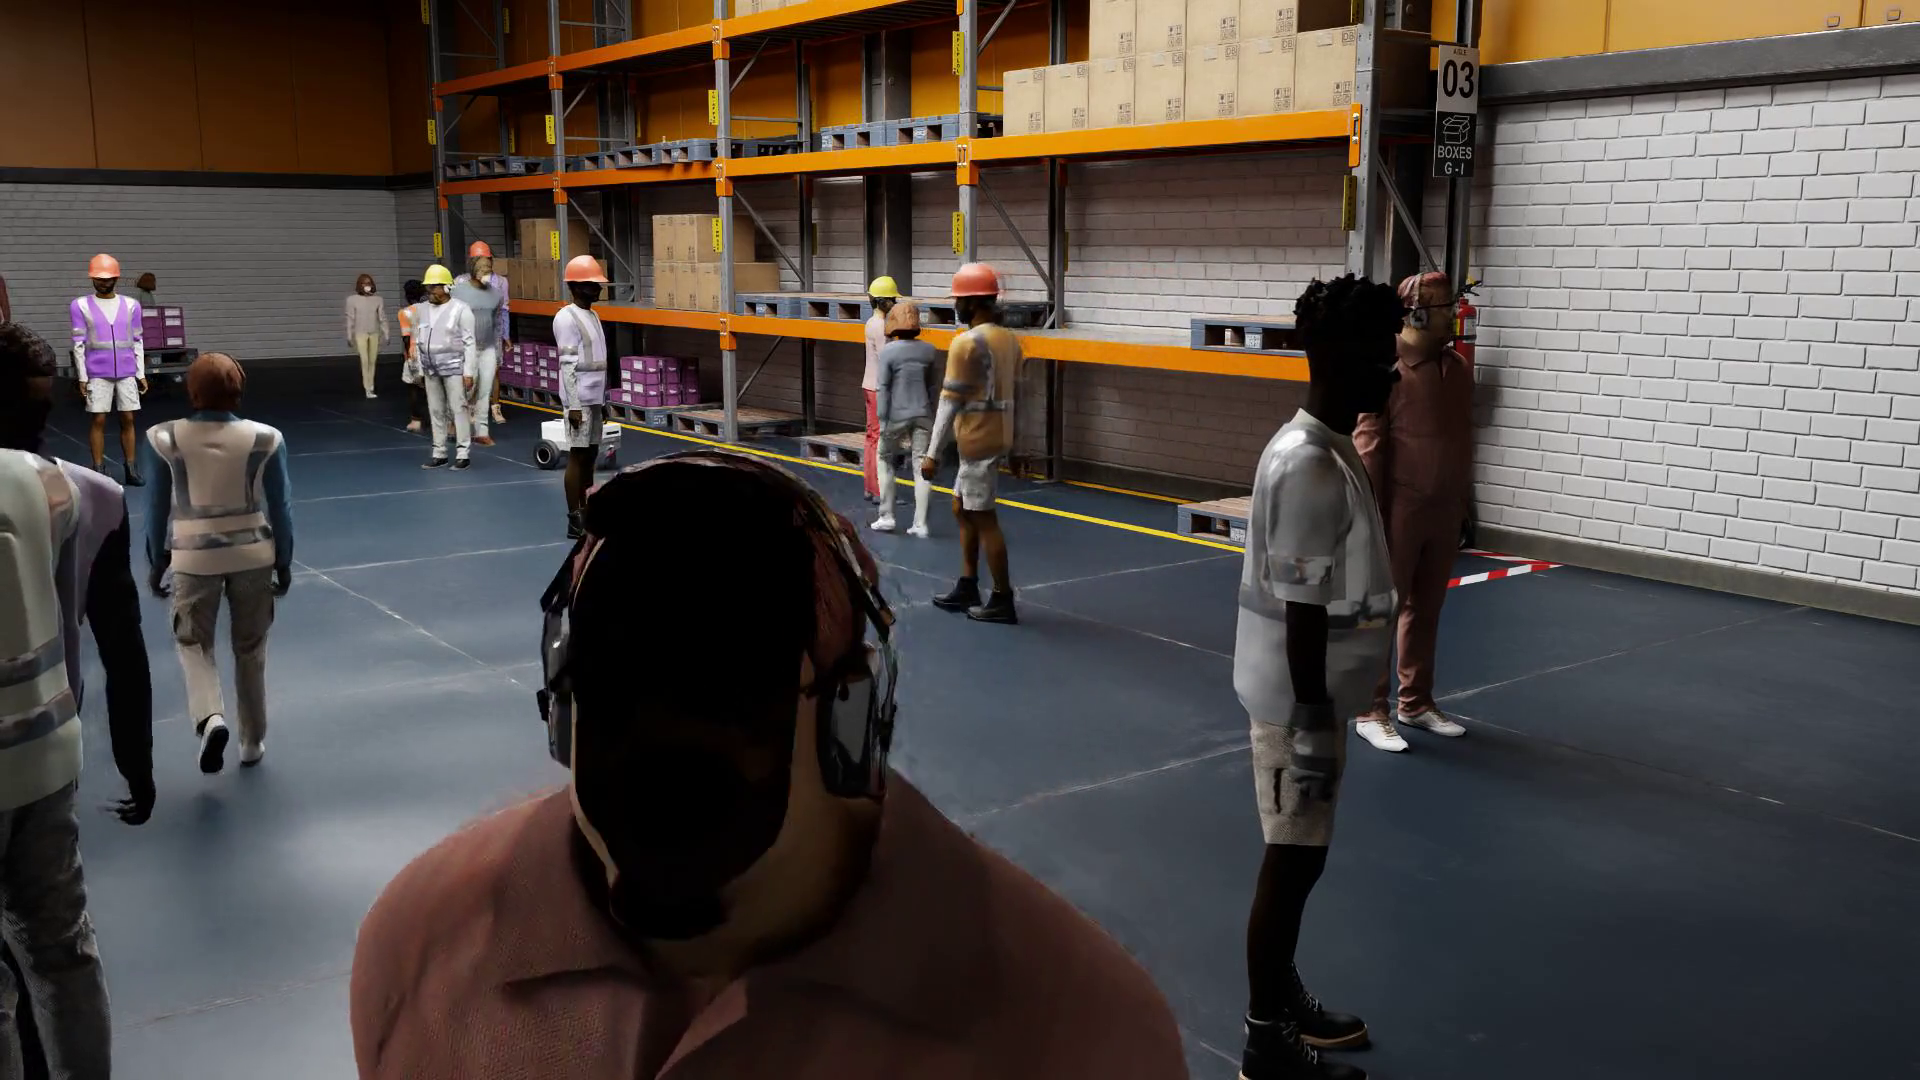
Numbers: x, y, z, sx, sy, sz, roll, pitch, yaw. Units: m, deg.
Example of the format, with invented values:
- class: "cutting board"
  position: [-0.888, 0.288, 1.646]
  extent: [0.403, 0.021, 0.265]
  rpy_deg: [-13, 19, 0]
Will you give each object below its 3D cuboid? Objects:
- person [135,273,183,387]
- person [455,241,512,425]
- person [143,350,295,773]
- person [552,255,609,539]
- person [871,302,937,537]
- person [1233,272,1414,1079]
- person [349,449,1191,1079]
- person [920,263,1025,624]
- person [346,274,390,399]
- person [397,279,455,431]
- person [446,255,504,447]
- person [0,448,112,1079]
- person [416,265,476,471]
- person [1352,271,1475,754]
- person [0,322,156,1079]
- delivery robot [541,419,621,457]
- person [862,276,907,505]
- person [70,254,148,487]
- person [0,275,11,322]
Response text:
- class: "person"
  position: [-11.414, -2.975, 23.584]
  extent: [0.857, 1.585, 0.521]
  rpy_deg: [-4, 11, -23]
- class: "person"
  position: [-5.313, -2.300, 18.563]
  extent: [0.605, 2.045, 0.385]
  rpy_deg: [-5, 11, -25]
- class: "person"
  position: [-2.783, 0.102, 6.287]
  extent: [0.527, 1.622, 0.510]
  rpy_deg: [-5, 11, -24]
- class: "person"
  position: [-2.558, -0.971, 11.419]
  extent: [0.358, 1.938, 0.542]
  rpy_deg: [1, 10, 8]
- class: "person"
  position: [-0.392, -0.834, 11.560]
  extent: [0.518, 1.613, 0.601]
  rpy_deg: [-5, 11, -28]
- class: "person"
  position: [0.848, 0.352, 3.967]
  extent: [0.377, 1.958, 0.599]
  rpy_deg: [3, 11, 17]
- class: "person"
  position: [-0.163, 0.874, 1.207]
  extent: [0.670, 1.888, 0.476]
  rpy_deg: [2, 10, 12]
- class: "person"
  position: [0.020, -0.508, 8.888]
  extent: [0.729, 1.911, 0.560]
  rpy_deg: [5, 11, 27]
- class: "person"
  position: [-7.653, -2.633, 21.609]
  extent: [0.524, 1.608, 0.670]
  rpy_deg: [-9, 13, -41]
- class: "person"
  position: [-5.682, -1.962, 17.805]
  extent: [0.793, 1.651, 0.536]
  rpy_deg: [9, 13, 40]
- class: "person"
  position: [-4.900, -1.891, 16.657]
  extent: [0.642, 1.912, 0.651]
  rpy_deg: [8, 13, 38]
- class: "person"
  position: [-1.986, 0.477, 3.309]
  extent: [0.402, 1.937, 0.603]
  rpy_deg: [2, 10, 10]
- class: "person"
  position: [-4.589, -1.521, 14.822]
  extent: [0.614, 1.830, 0.404]
  rpy_deg: [4, 11, 21]
- class: "person"
  position: [1.843, -0.116, 6.702]
  extent: [0.649, 1.912, 0.409]
  rpy_deg: [-7, 12, -35]
- class: "person"
  position: [-2.080, 0.464, 3.606]
  extent: [0.974, 1.855, 0.610]
  rpy_deg: [9, 14, 42]
- class: "delivery robot"
  position: [-3.394, -0.950, 14.910]
  extent: [0.707, 0.478, 0.477]
  rpy_deg: [5, 11, 25]
- class: "person"
  position: [-0.595, -1.154, 12.923]
  extent: [0.316, 1.769, 0.525]
  rpy_deg: [-3, 10, -15]
- class: "person"
  position: [-7.001, -1.384, 13.741]
  extent: [0.547, 1.934, 0.376]
  rpy_deg: [-9, 13, -40]
- class: "person"
  position: [-12.921, -2.887, 22.004]
  extent: [0.639, 1.990, 0.429]
  rpy_deg: [-5, 11, -25]
